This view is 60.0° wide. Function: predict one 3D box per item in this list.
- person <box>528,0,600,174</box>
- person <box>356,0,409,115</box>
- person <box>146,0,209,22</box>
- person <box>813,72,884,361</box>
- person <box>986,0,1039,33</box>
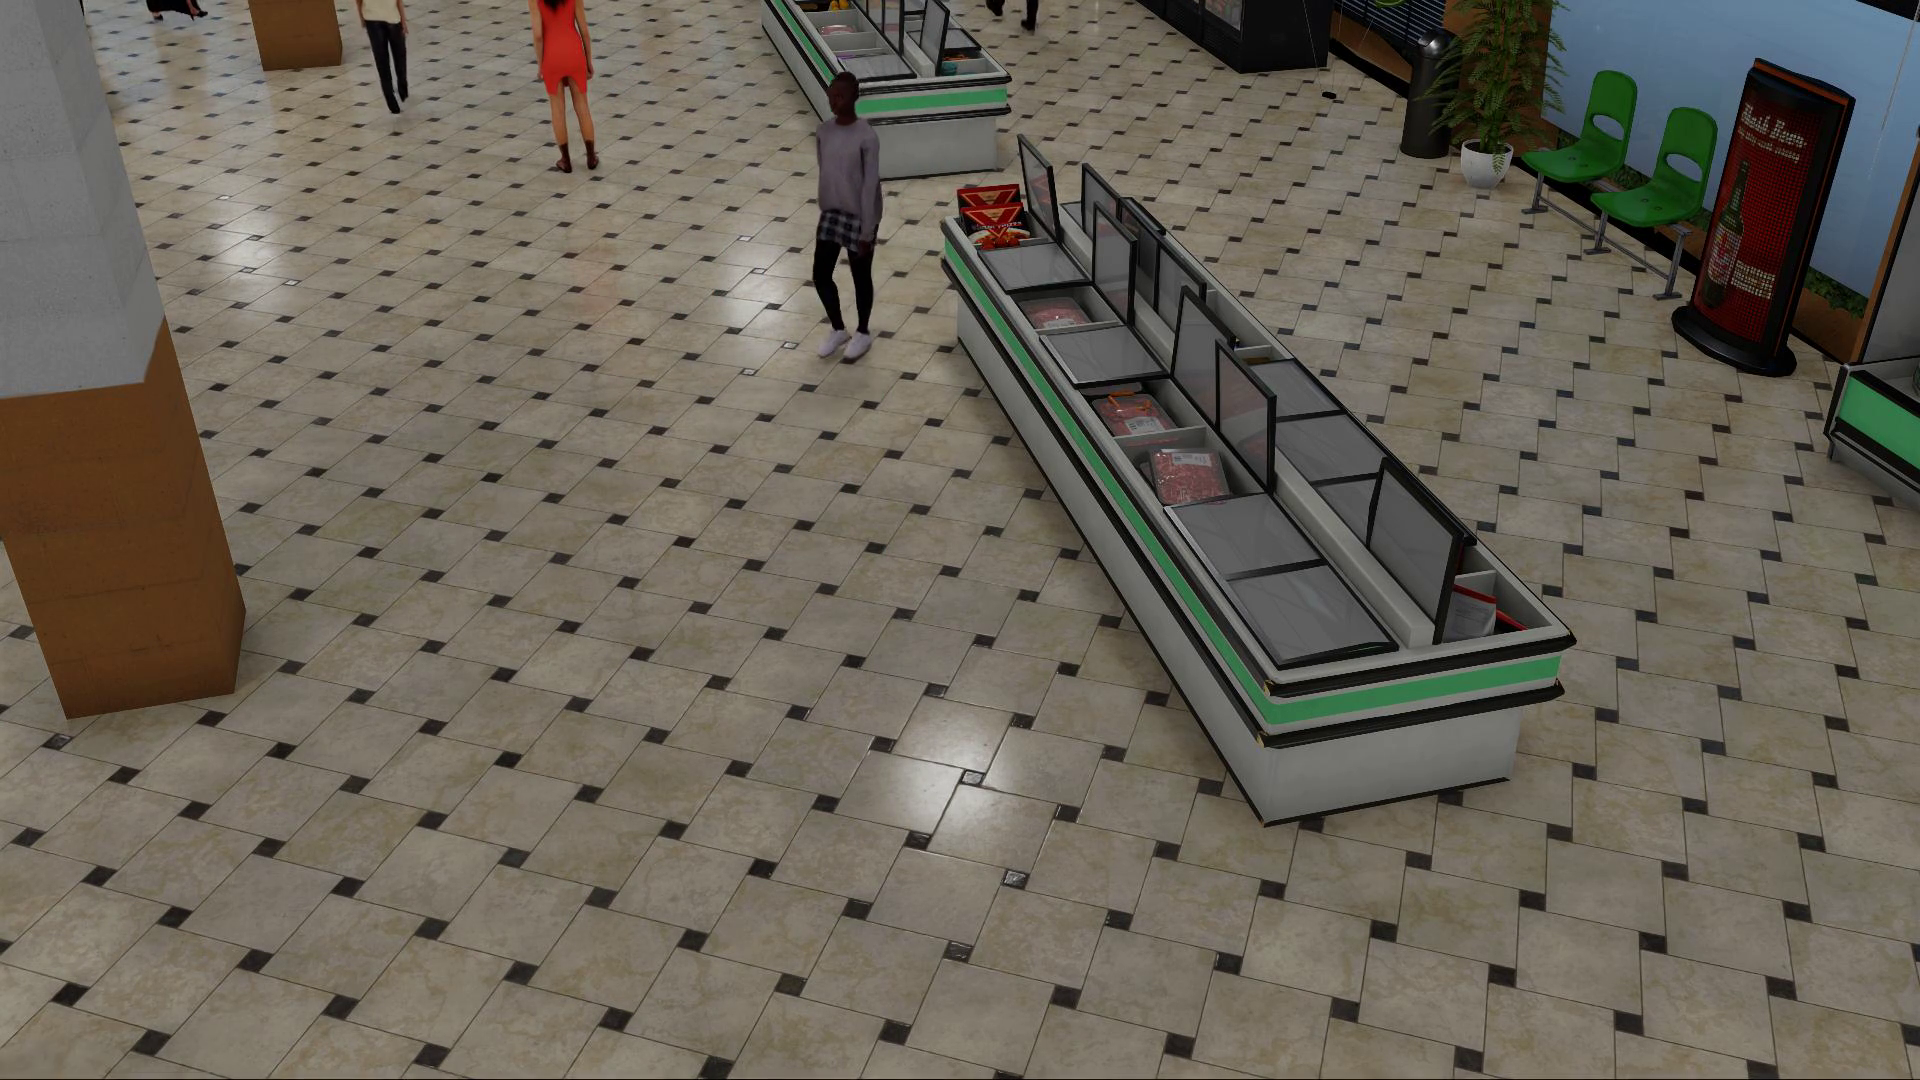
[{"bbox_3d":[-3.084,-3.721,12.924,0.610,1.719,0.533,-11,34,-18],"label":"person"},{"bbox_3d":[-4.924,-4.412,14.189,0.597,1.555,0.970,-9,33,-14],"label":"person"},{"bbox_3d":[-8.161,-6.006,16.751,1.077,1.555,1.005,20,37,28],"label":"person"},{"bbox_3d":[-0.611,-1.957,10.048,0.740,1.761,0.796,16,35,24],"label":"person"},{"bbox_3d":[0.636,-5.914,16.424,0.739,1.745,1.125,-12,34,-19],"label":"person"}]
